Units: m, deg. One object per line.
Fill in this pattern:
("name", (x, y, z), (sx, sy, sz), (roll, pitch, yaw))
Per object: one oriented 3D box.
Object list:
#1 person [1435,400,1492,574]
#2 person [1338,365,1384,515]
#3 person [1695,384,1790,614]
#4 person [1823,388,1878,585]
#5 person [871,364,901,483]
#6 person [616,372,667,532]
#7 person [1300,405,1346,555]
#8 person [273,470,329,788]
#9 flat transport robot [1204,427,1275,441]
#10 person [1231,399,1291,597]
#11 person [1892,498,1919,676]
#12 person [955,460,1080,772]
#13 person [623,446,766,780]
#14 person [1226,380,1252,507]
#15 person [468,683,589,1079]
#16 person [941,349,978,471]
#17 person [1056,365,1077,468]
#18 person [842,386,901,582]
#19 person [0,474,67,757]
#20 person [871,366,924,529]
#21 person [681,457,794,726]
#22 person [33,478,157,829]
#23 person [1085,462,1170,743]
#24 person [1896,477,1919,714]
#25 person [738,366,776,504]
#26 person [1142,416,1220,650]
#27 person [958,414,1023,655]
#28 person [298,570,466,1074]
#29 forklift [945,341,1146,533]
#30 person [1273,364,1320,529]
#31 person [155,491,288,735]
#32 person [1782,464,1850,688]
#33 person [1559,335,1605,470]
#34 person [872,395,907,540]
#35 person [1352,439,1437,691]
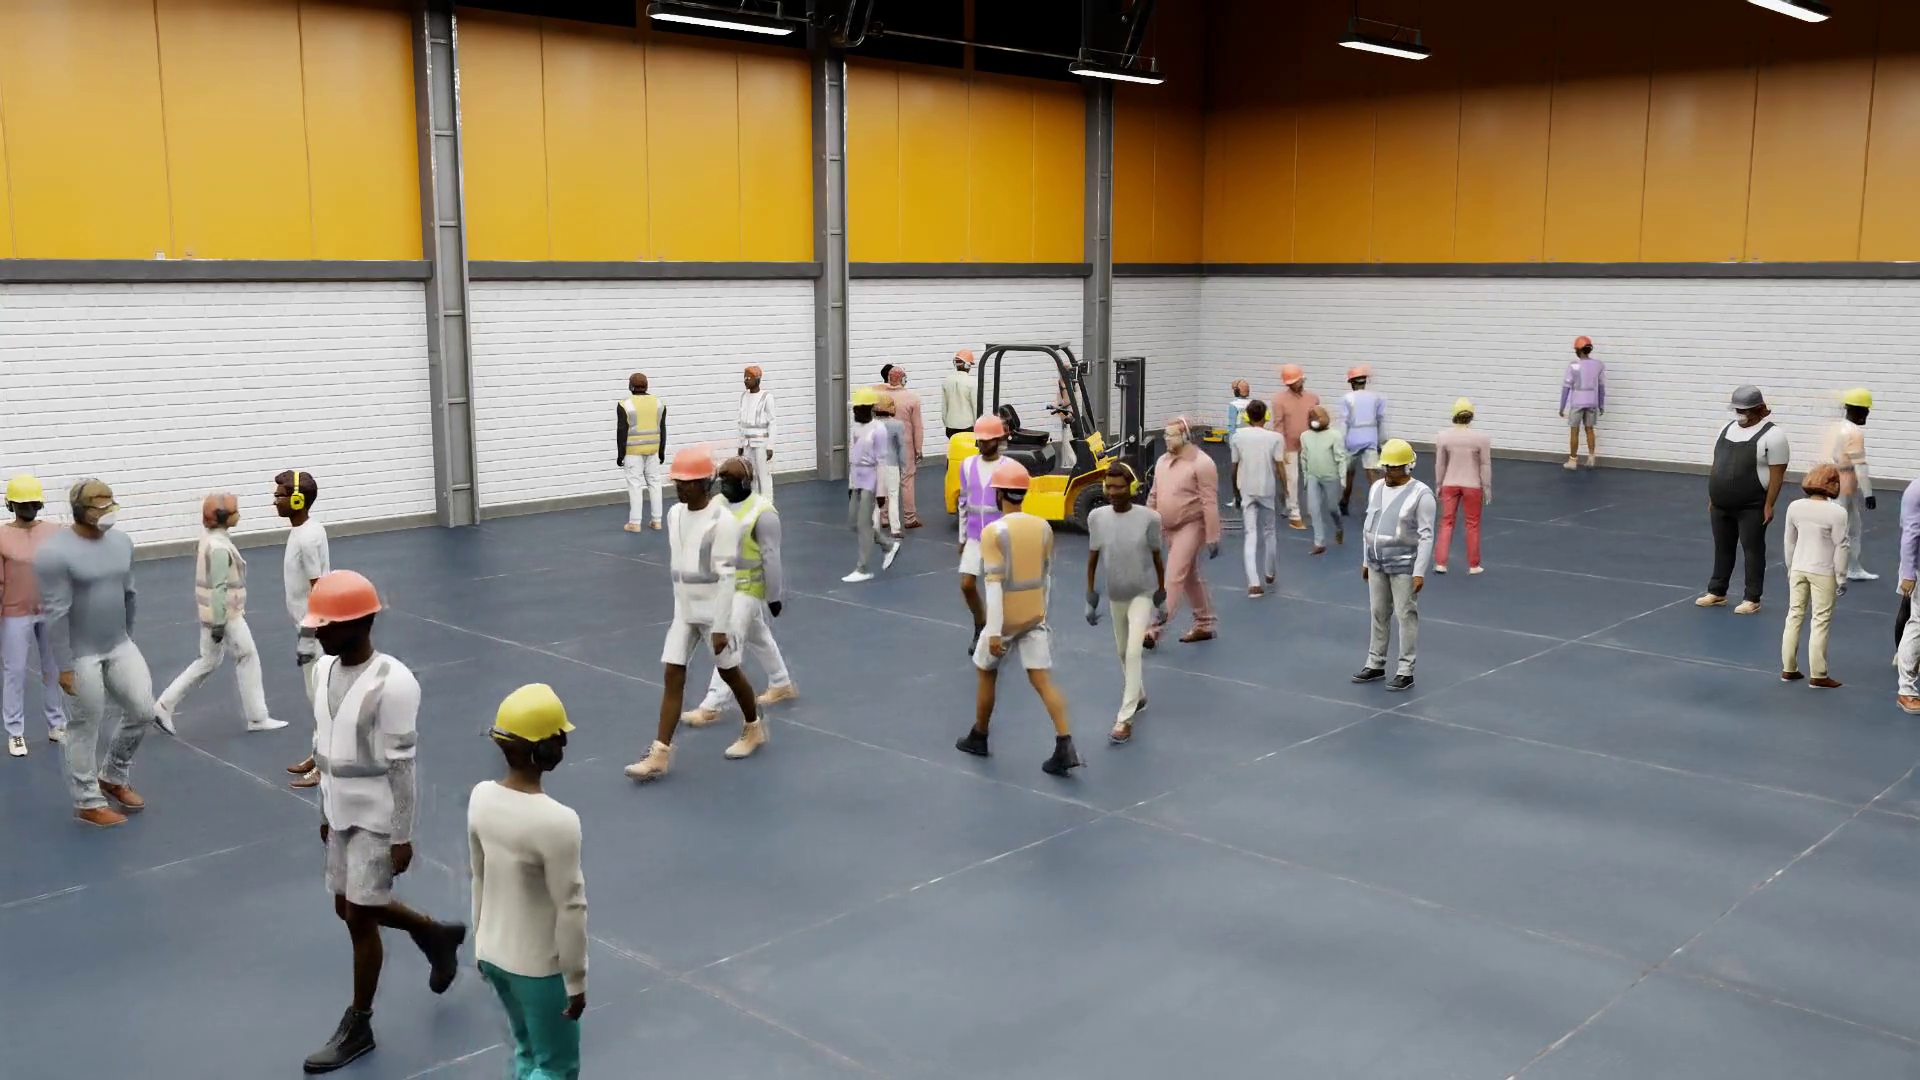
("person", (4.992, -0.508, 16.507), (0.570, 1.740, 0.482), (5, 10, 28))
("person", (4.857, -1.168, 20.136), (0.619, 1.865, 1.031), (-1, 9, -7))
("person", (6.890, -0.372, 14.707), (0.536, 2.000, 0.676), (-5, 11, -28))
("person", (8.550, -0.492, 15.901), (0.833, 1.895, 0.614), (2, 10, 13))
("person", (-1.019, -1.639, 23.547), (0.531, 1.691, 0.318), (3, 10, 17))
("person", (-3.703, -1.018, 19.277), (0.633, 1.841, 0.429), (-7, 12, -38))
("person", (3.934, -0.663, 17.857), (0.534, 1.599, 0.704), (7, 12, 37))
("person", (-3.843, 0.516, 9.778), (0.327, 1.874, 0.518), (-4, 10, -22))
("flat transport robot", (5.012, -1.853, 29.199), (1.431, 0.197, 0.652), (2, 9, 9))
("person", (2.835, -0.406, 15.613), (0.584, 1.809, 0.956), (3, 10, 16))
("person", (7.246, 0.169, 12.449), (0.319, 1.694, 0.532), (-1, 9, -7))
("person", (0.366, 0.457, 10.100), (0.548, 1.888, 0.995), (-7, 12, -37))
("person", (-1.562, 0.423, 10.008), (0.632, 1.986, 1.075), (7, 12, 38))
("person", (3.606, -1.237, 21.289), (0.321, 1.627, 0.530), (8, 12, 42))
("person", (-1.407, 1.327, 5.213), (0.529, 1.750, 0.642), (7, 12, 38))
("person", (0.044, -1.499, 21.782), (0.610, 1.986, 0.393), (7, 11, 36))
("person", (1.596, -1.805, 24.825), (0.323, 1.611, 0.604), (-1, 9, -6))
("person", (-0.871, -0.552, 16.192), (0.616, 1.914, 0.600), (-5, 11, -30))
("person", (-5.811, 0.462, 10.440), (0.329, 1.765, 0.533), (7, 12, 37))
("person", (-0.719, -1.082, 19.473), (0.641, 1.908, 0.407), (3, 10, 18))
("person", (-1.482, 0.319, 11.280), (0.989, 1.794, 0.630), (-8, 12, -40))
("person", (-4.658, 0.622, 8.986), (0.438, 1.925, 0.645), (4, 10, 21))
("person", (1.093, 0.370, 10.934), (0.533, 1.801, 0.967), (4, 10, 26))
("person", (6.713, 0.227, 11.345), (0.636, 1.938, 0.354), (-1, 9, -9))
("person", (-2.442, -1.137, 19.873), (0.584, 1.882, 0.339), (8, 12, 40))
("person", (1.683, -0.054, 13.297), (0.985, 1.853, 0.677), (-5, 11, -29))
("person", (0.213, -0.019, 12.899), (0.576, 1.921, 0.452), (4, 10, 24))
("person", (-2.258, 1.037, 6.485), (0.550, 1.913, 0.761), (6, 11, 33))
("forklift", (0.977, -1.223, 19.452), (2.313, 2.155, 1.214), (2, 9, 11))
("person", (3.928, -1.070, 19.291), (0.638, 1.944, 0.563), (-2, 9, -10))
("person", (-4.852, 0.486, 10.764), (0.765, 1.609, 0.510), (-6, 11, -34))
("person", (6.220, 0.258, 12.094), (0.289, 1.632, 0.497), (-4, 10, -25))
("person", (9.384, -2.064, 25.110), (0.658, 2.033, 0.433), (-1, 9, -6))
("person", (-0.839, -0.813, 18.654), (0.507, 1.631, 0.275), (3, 10, 16))
("person", (3.129, 0.173, 12.026), (0.403, 1.825, 0.586), (-6, 11, -34))
